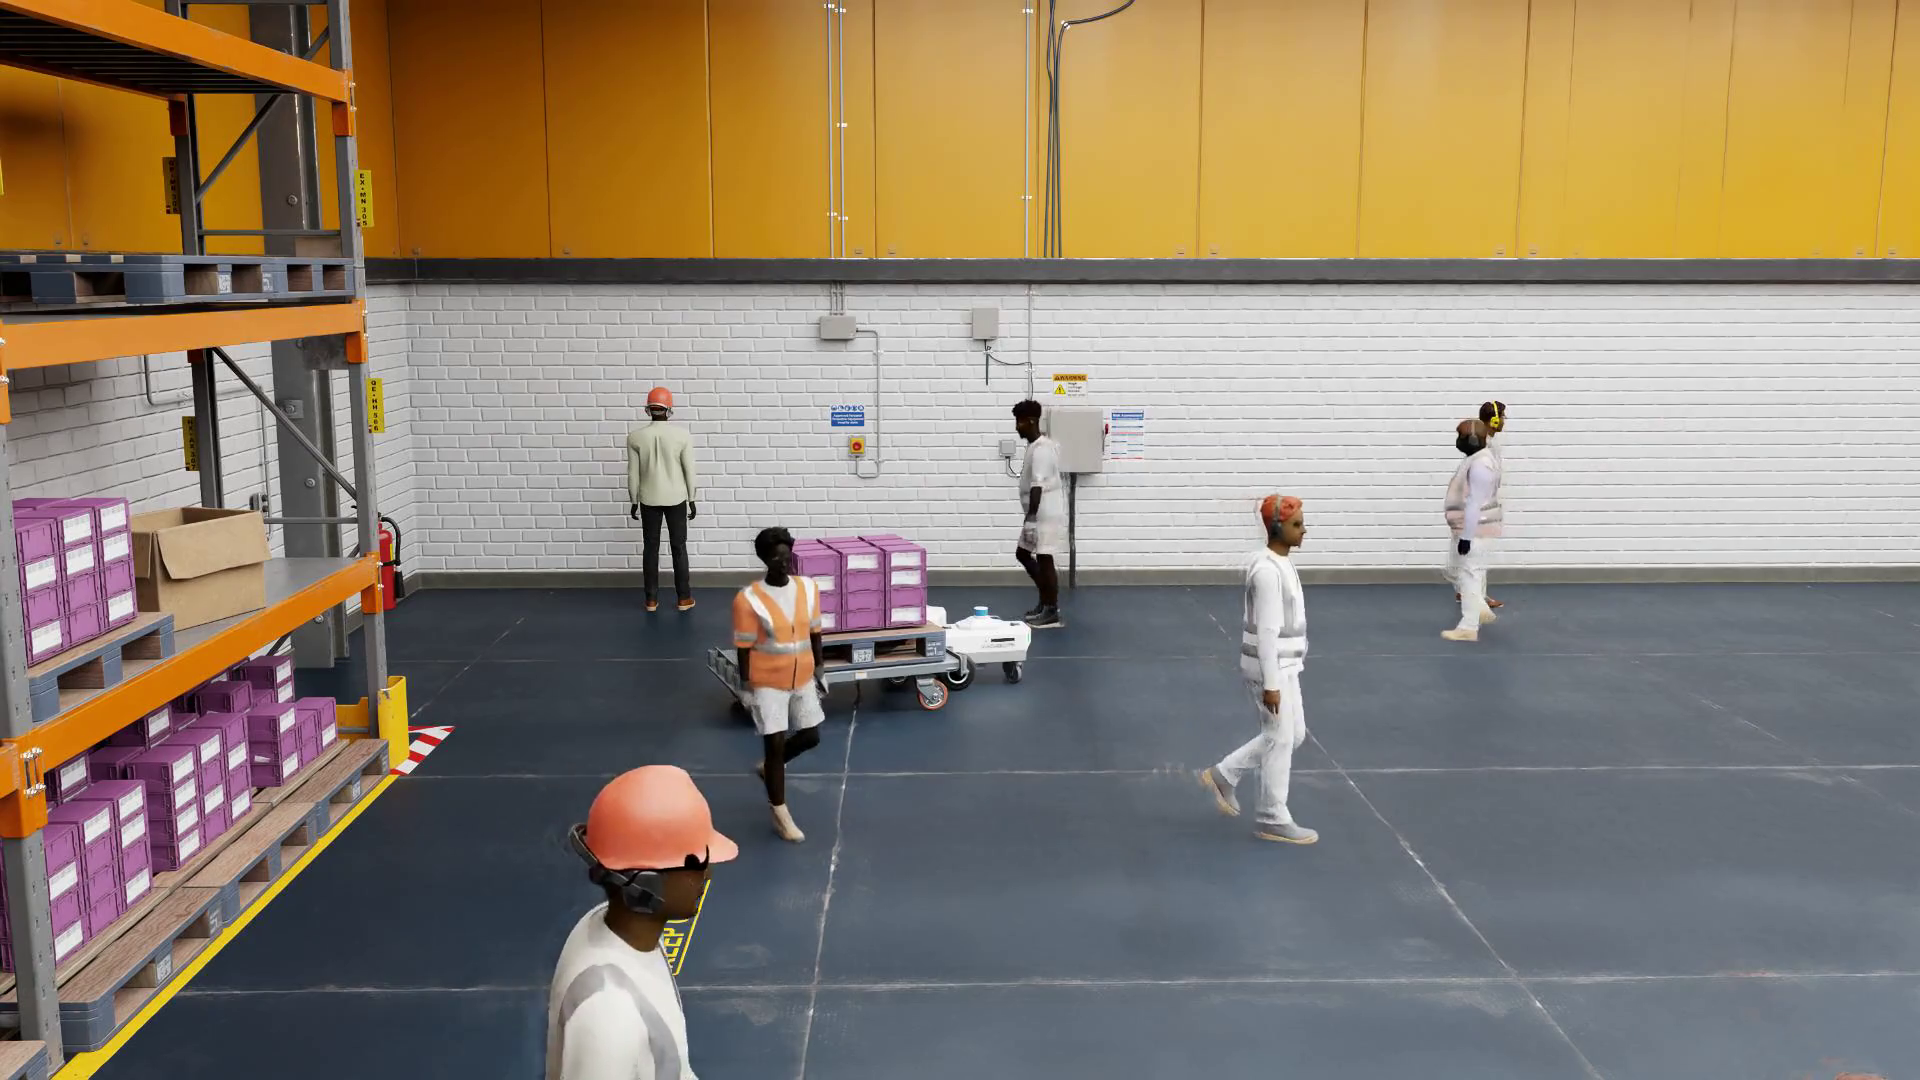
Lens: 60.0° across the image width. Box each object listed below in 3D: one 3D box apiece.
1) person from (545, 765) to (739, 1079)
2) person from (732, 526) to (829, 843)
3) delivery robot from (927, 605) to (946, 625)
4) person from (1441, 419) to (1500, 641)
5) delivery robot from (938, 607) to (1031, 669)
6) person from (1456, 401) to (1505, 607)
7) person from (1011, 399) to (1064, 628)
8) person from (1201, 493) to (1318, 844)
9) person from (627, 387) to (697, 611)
[{"bbox_3d":[-0.637,1.456,3.618,1.006,1.994,0.619,-2,10,-14],"label":"person"},{"bbox_3d":[-0.988,0.745,8.927,0.545,1.682,0.564,-7,12,-37],"label":"person"},{"bbox_3d":[-0.365,0.664,12.609,0.477,0.478,0.707,3,10,19],"label":"delivery robot"},{"bbox_3d":[4.153,-0.074,13.548,0.437,1.830,0.627,2,9,11],"label":"person"},{"bbox_3d":[0.154,0.732,12.193,0.707,0.478,0.477,-2,9,-14],"label":"delivery robot"},{"bbox_3d":[4.712,-0.319,14.945,0.333,1.866,0.515,-2,9,-12],"label":"person"},{"bbox_3d":[0.653,-0.220,14.062,0.463,1.939,0.652,0,9,-1],"label":"person"},{"bbox_3d":[1.609,0.679,8.797,0.566,1.867,0.581,4,10,22],"label":"person"},{"bbox_3d":[-2.632,-0.360,14.770,0.601,1.996,0.379,0,9,-3],"label":"person"}]
